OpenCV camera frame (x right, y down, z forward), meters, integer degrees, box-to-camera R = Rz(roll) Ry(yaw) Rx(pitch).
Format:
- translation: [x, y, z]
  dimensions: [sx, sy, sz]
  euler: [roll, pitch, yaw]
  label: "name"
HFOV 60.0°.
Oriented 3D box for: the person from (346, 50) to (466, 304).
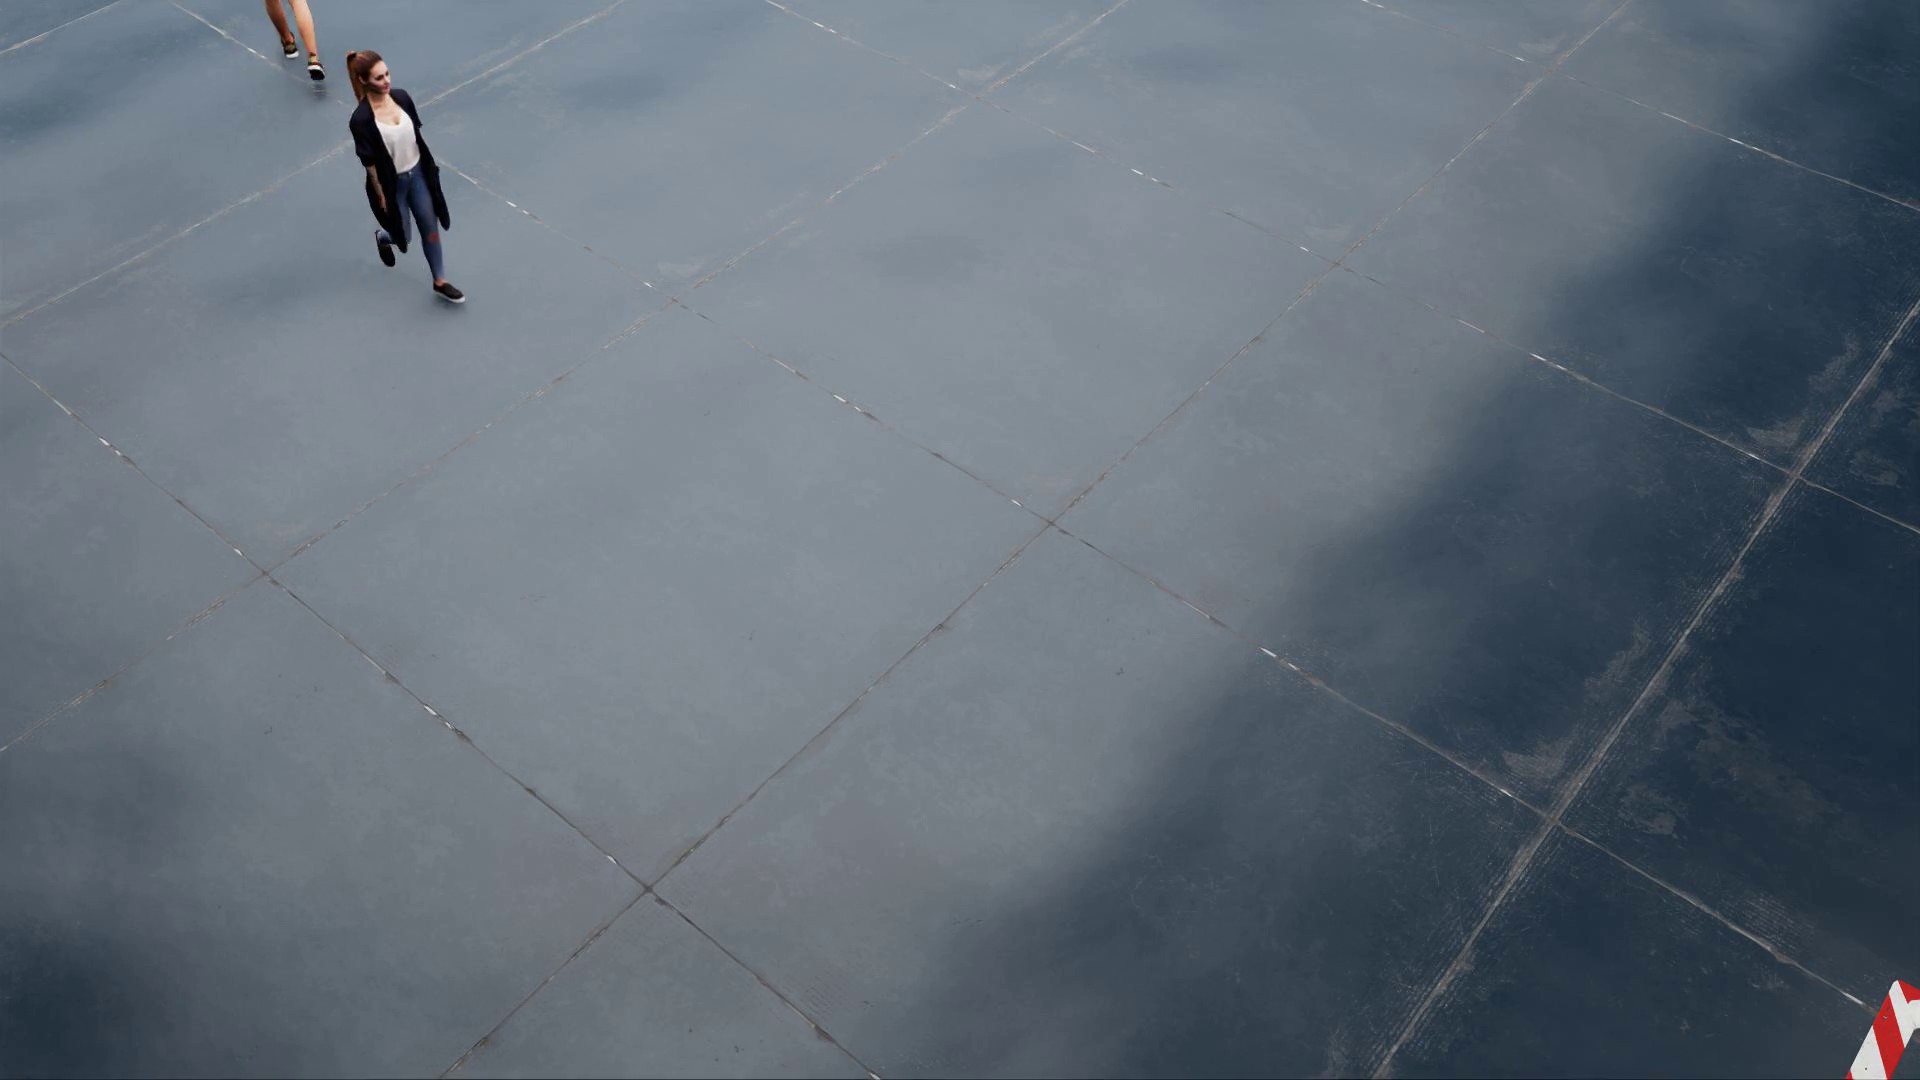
- translation: [-3.392, -2.161, 9.926]
  dimensions: [0.901, 1.670, 0.631]
  euler: [29, 54, 24]
  label: "person"
